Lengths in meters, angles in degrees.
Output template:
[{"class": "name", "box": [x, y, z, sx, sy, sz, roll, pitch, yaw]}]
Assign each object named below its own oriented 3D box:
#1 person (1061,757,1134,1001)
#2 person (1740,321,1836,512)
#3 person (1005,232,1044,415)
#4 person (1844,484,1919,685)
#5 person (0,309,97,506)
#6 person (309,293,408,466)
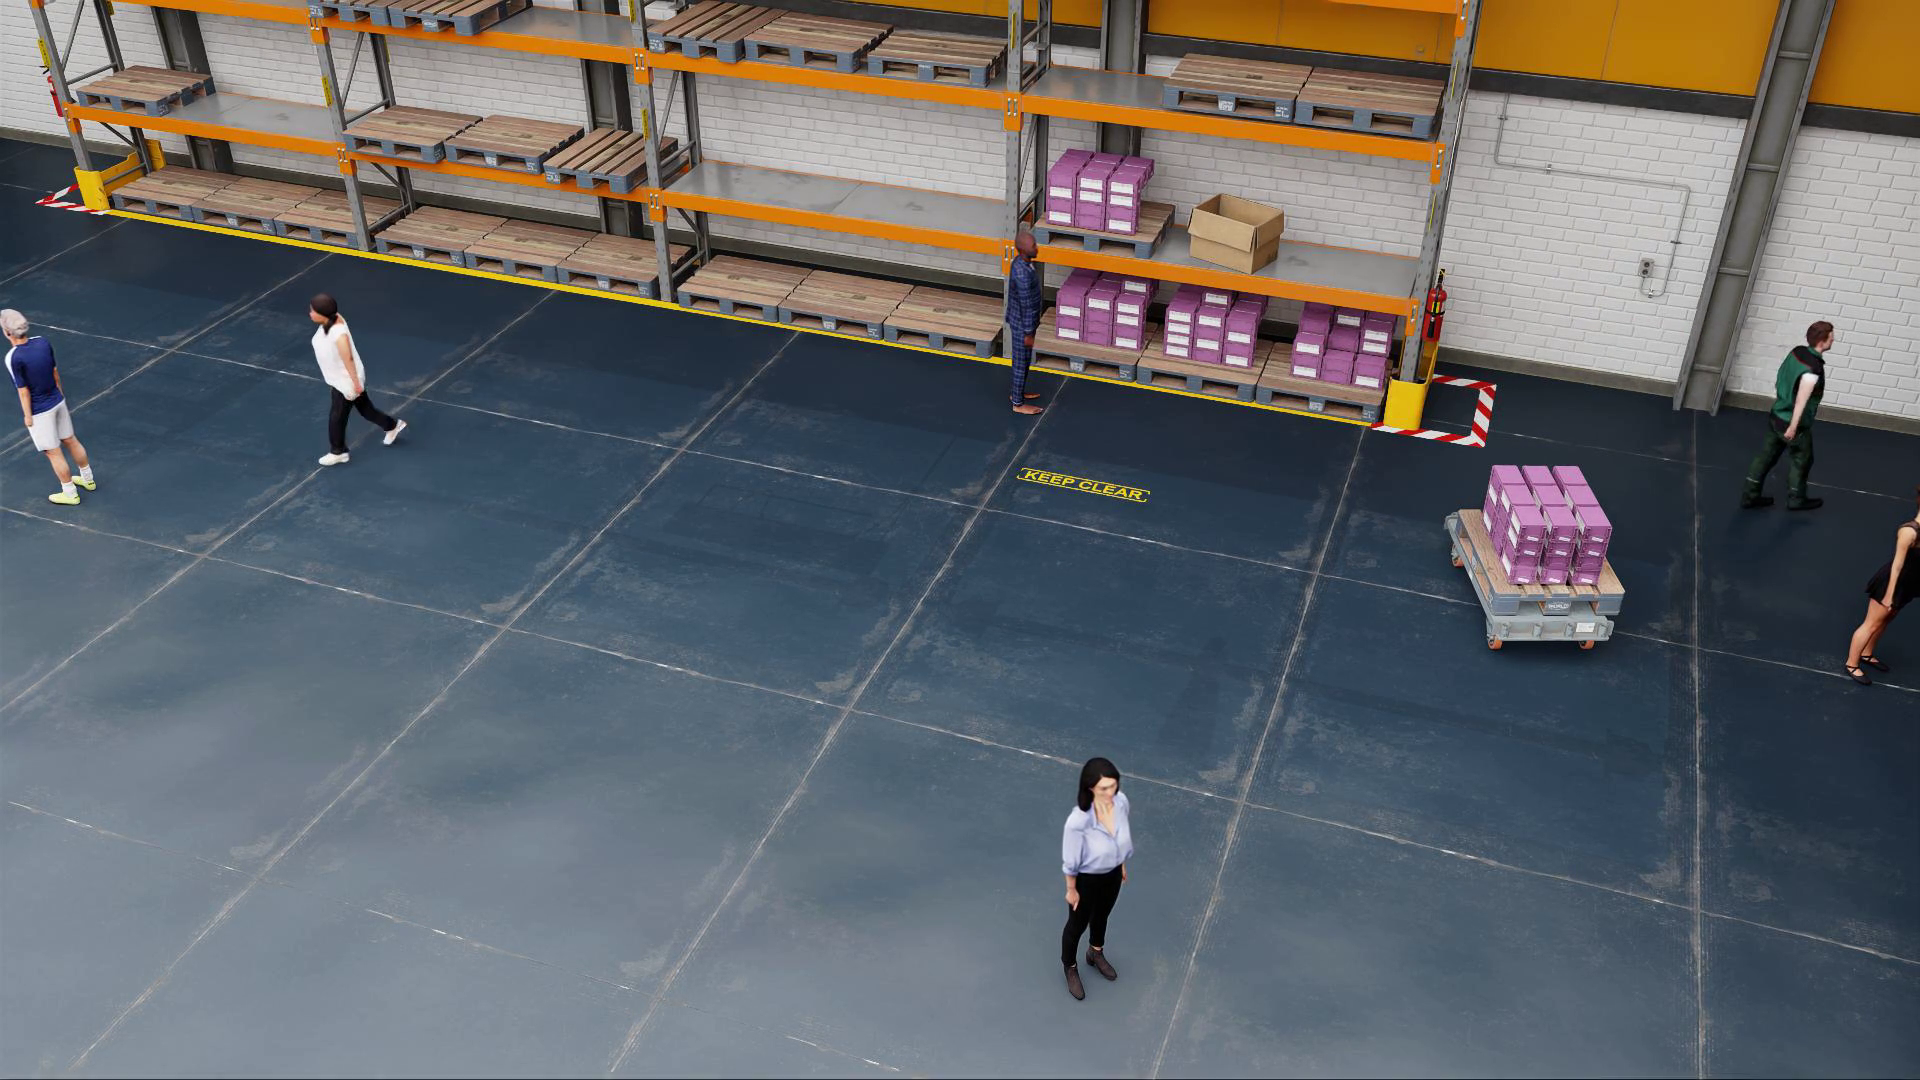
[{"class": "person", "box": [0.798, 1.989, 9.869, 0.732, 1.744, 0.750, -22, 39, -29]}, {"class": "person", "box": [7.108, -1.050, 14.372, 1.014, 1.821, 0.850, 0, 34, 0]}, {"class": "person", "box": [0.608, -2.101, 15.954, 0.732, 1.820, 0.742, -1, 34, -1]}, {"class": "person", "box": [7.034, 0.310, 12.459, 0.679, 1.674, 0.719, -22, 39, -29]}, {"class": "person", "box": [-8.010, -1.173, 14.543, 0.571, 1.836, 0.658, 7, 34, 11]}, {"class": "person", "box": [-5.571, -1.505, 15.202, 1.146, 1.660, 1.061, -12, 36, -18]}]
